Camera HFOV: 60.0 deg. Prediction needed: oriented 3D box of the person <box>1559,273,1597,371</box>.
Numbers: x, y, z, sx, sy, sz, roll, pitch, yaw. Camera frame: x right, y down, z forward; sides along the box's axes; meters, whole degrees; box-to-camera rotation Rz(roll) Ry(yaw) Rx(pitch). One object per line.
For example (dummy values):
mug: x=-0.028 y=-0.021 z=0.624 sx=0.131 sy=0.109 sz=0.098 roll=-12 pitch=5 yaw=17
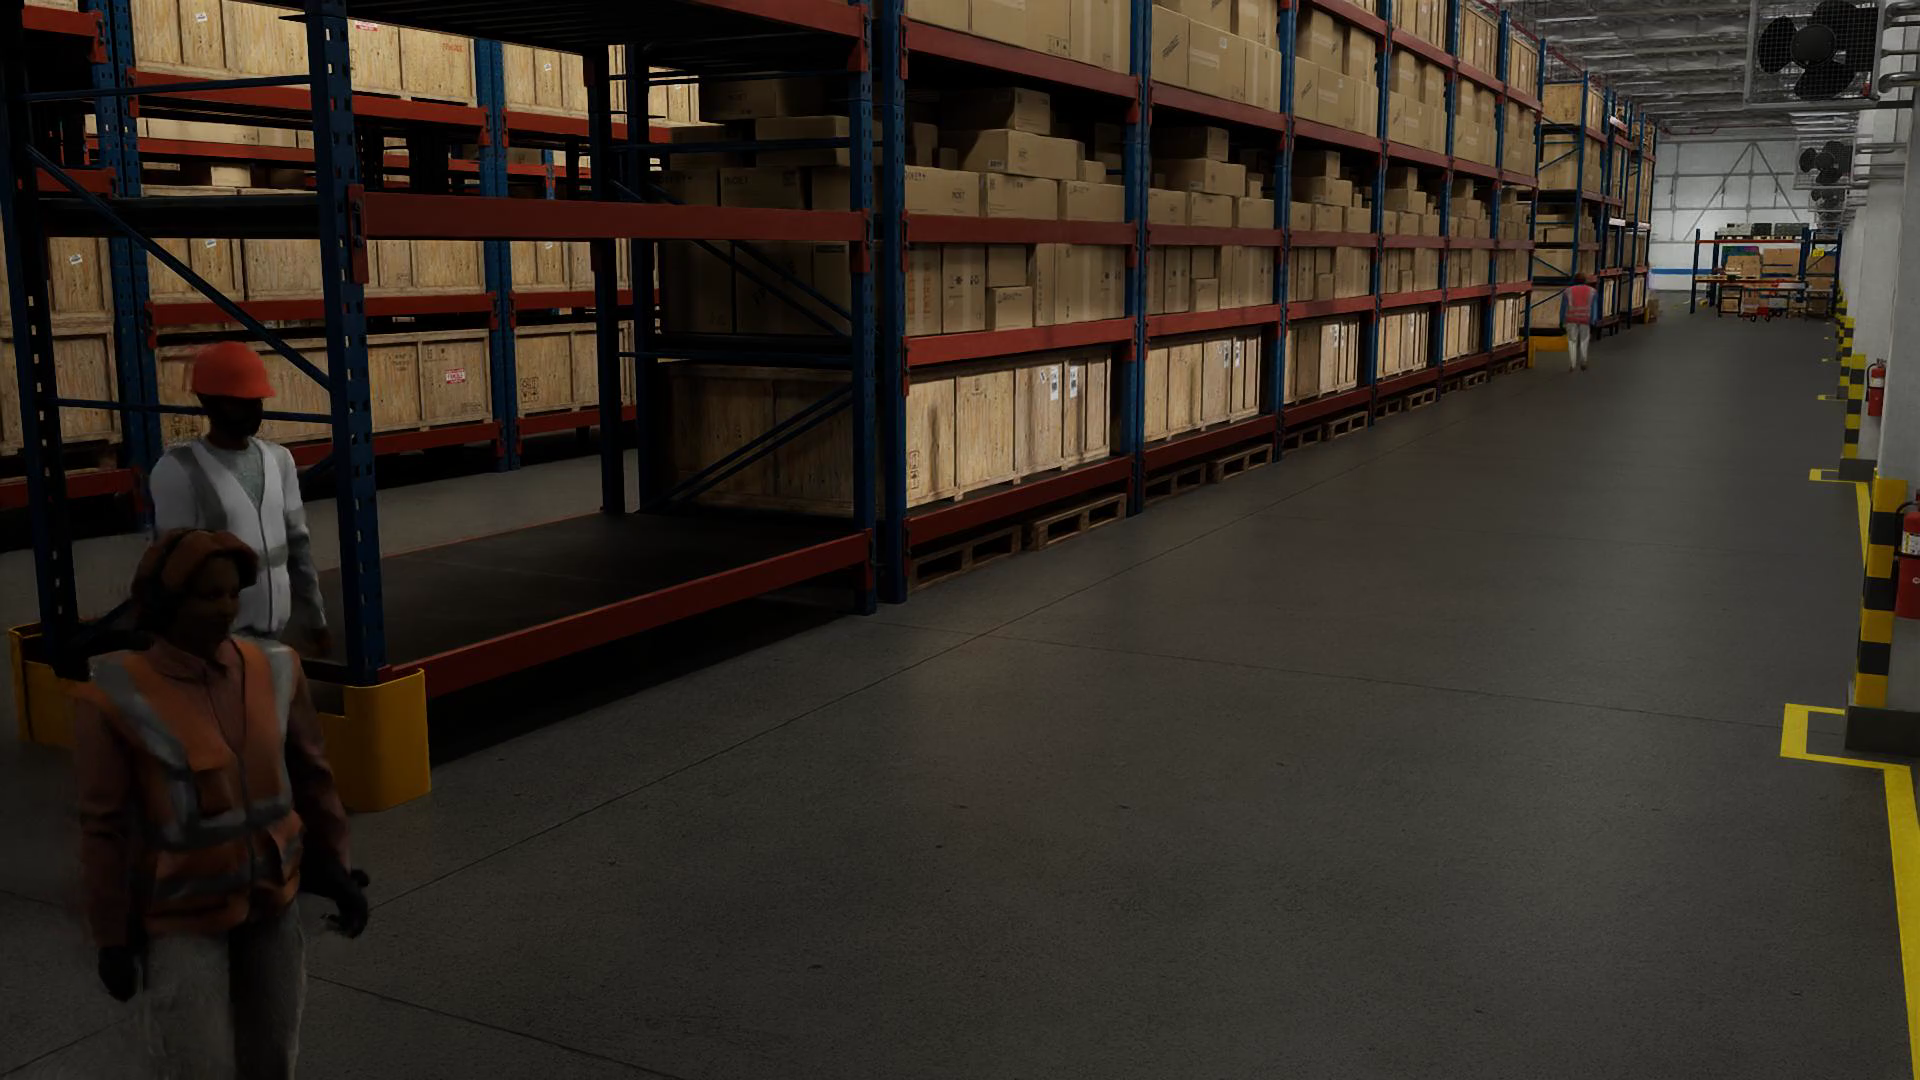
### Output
person: x=11.449 y=-4.038 z=30.875 sx=0.620 sy=1.788 sz=0.908 roll=2 pitch=10 yaw=12

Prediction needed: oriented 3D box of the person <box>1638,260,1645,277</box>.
person: x=33.705 y=-12.975 z=82.189 sx=0.372 sy=1.940 sz=0.632 roll=5 pitch=11 yaw=27

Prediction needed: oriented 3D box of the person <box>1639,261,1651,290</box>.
person: x=22.473 y=-8.240 z=54.837 sx=0.600 sy=1.911 sz=0.642 roll=0 pitch=10 yaw=3

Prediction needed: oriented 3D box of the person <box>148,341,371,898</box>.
person: x=-2.490 y=0.256 z=5.749 sx=0.983 sy=1.892 sz=0.560 roll=4 pitch=11 yaw=23

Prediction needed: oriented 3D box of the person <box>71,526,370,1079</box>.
person: x=-1.538 y=0.776 z=3.476 sx=0.392 sy=1.624 sz=0.531 roll=6 pitch=11 yaw=30
